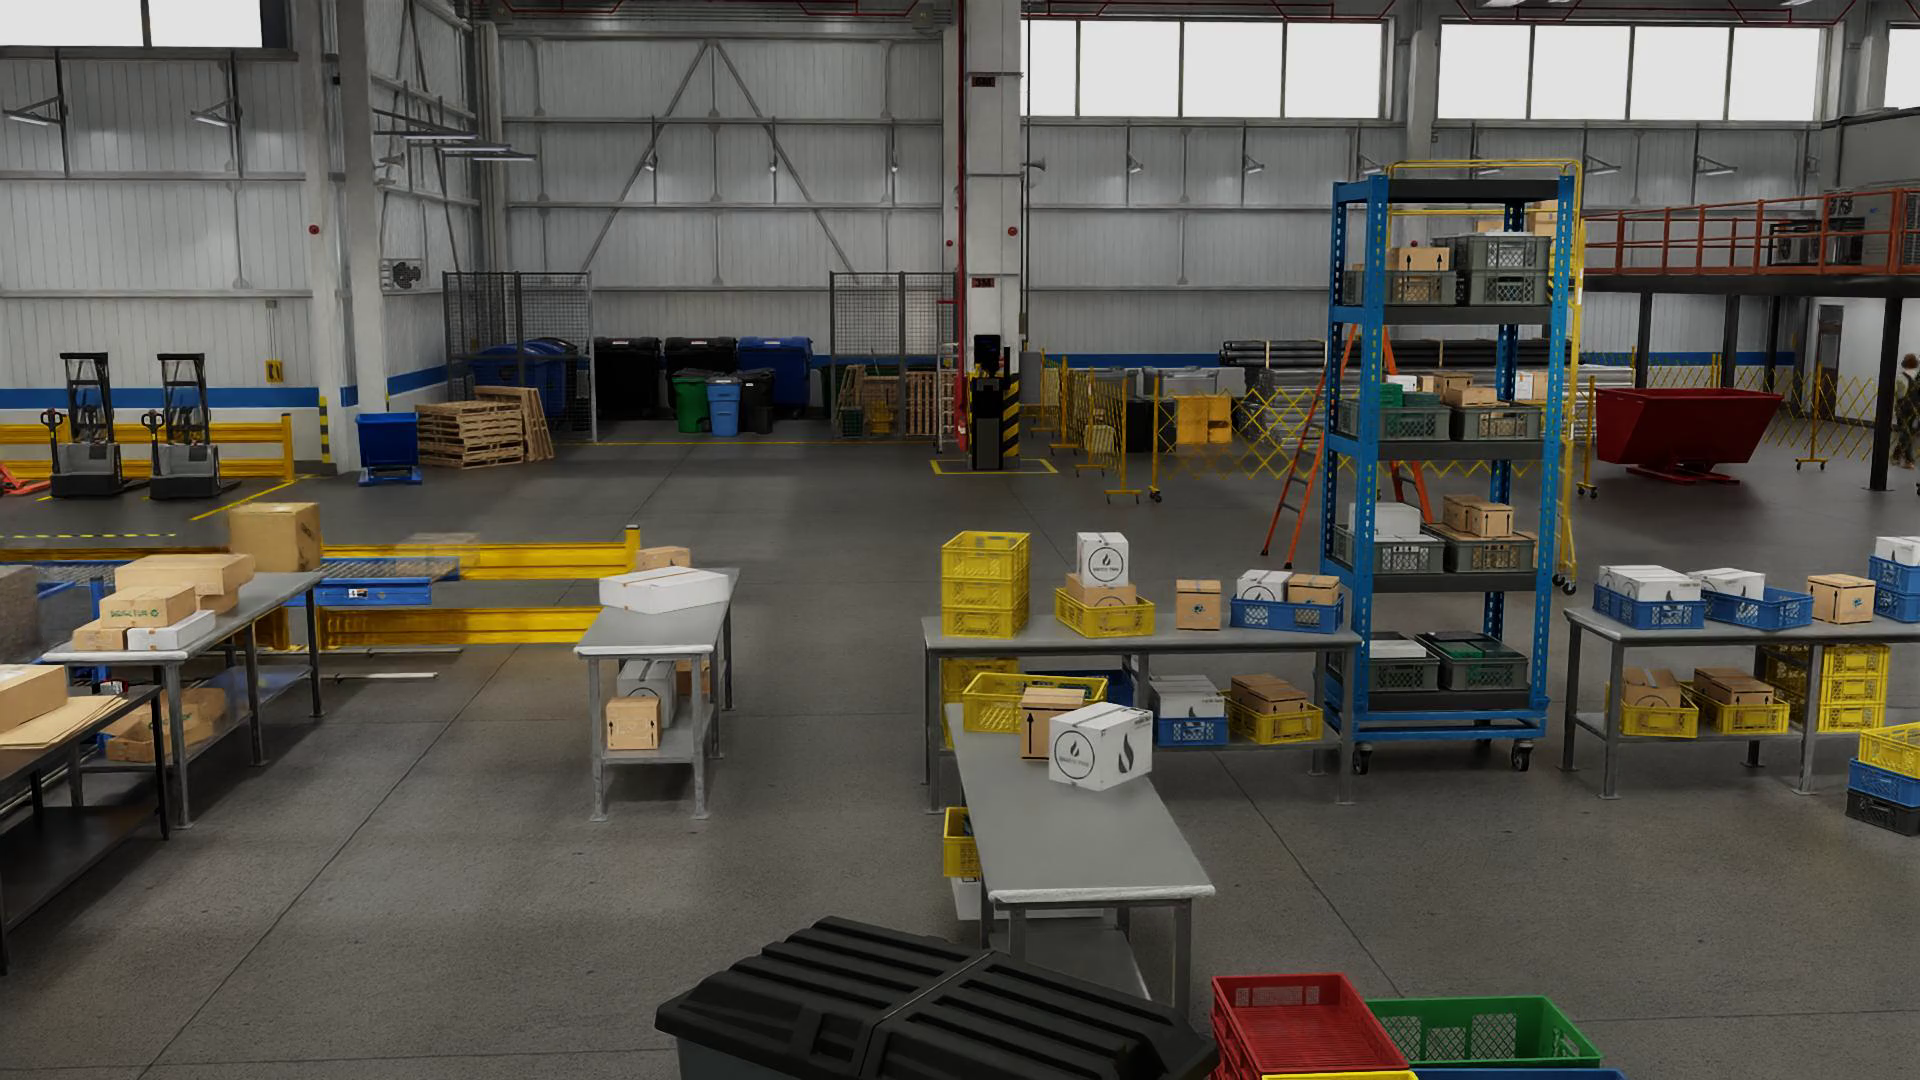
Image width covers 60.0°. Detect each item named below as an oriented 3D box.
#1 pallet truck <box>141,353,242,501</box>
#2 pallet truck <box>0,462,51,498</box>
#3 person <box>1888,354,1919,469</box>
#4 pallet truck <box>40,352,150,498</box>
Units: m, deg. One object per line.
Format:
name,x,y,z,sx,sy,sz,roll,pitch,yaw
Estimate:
pallet truck,-10.520,-1.604,22.925,0.823,1.965,1.885,-1,9,-6
pallet truck,-13.193,-1.293,23.148,0.653,1.274,1.630,-1,9,-4
person,14.947,-2.040,26.303,0.527,1.795,0.961,1,9,4
pallet truck,-11.907,-1.642,23.165,0.823,1.965,1.885,0,9,0
